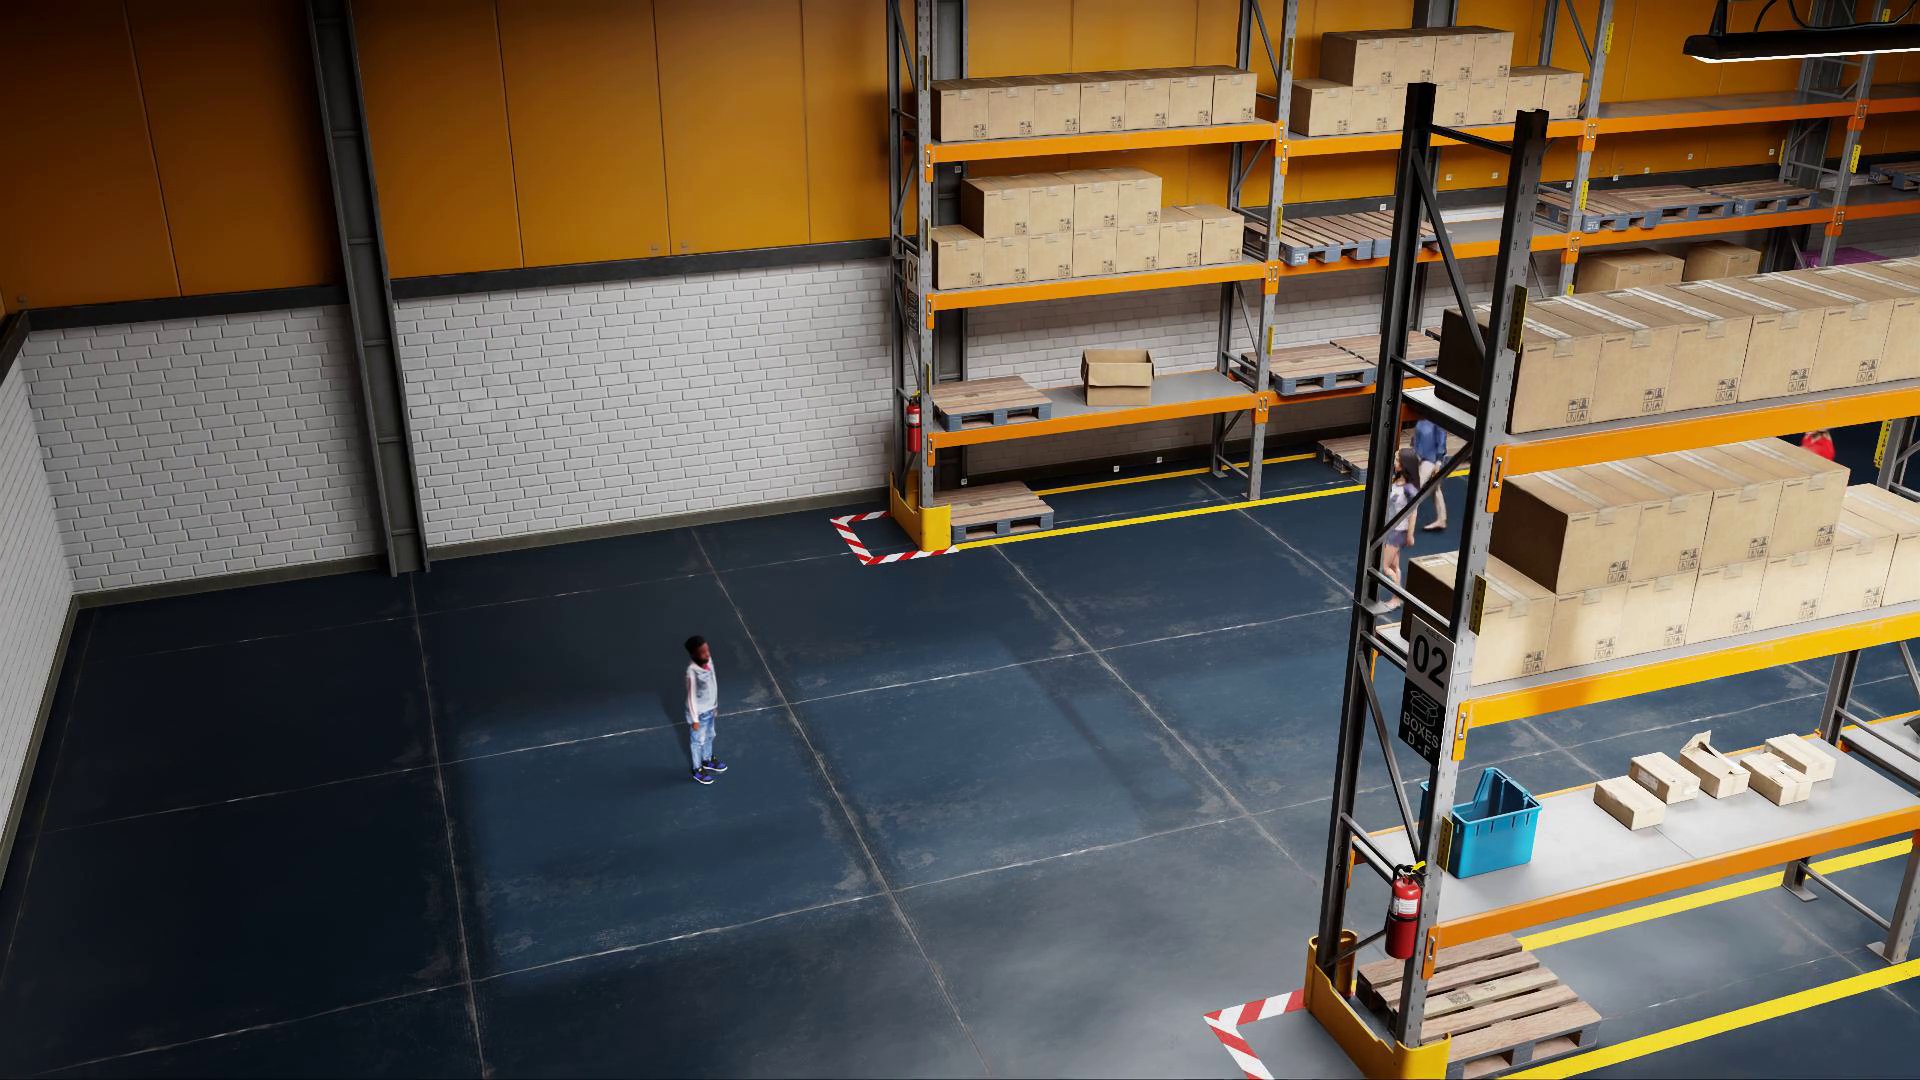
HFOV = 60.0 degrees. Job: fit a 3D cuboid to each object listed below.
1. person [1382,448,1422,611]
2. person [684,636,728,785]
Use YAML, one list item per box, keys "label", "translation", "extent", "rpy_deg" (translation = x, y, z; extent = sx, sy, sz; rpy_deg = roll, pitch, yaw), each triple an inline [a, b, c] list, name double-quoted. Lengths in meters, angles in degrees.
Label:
- label: "person"
  translation: [4.362, -0.098, 16.296]
  extent: [0.697, 1.695, 0.681]
  rpy_deg: [-2, 24, -4]
- label: "person"
  translation: [-2.104, 1.347, 13.534]
  extent: [0.628, 1.261, 0.569]
  rpy_deg: [10, 26, 22]
